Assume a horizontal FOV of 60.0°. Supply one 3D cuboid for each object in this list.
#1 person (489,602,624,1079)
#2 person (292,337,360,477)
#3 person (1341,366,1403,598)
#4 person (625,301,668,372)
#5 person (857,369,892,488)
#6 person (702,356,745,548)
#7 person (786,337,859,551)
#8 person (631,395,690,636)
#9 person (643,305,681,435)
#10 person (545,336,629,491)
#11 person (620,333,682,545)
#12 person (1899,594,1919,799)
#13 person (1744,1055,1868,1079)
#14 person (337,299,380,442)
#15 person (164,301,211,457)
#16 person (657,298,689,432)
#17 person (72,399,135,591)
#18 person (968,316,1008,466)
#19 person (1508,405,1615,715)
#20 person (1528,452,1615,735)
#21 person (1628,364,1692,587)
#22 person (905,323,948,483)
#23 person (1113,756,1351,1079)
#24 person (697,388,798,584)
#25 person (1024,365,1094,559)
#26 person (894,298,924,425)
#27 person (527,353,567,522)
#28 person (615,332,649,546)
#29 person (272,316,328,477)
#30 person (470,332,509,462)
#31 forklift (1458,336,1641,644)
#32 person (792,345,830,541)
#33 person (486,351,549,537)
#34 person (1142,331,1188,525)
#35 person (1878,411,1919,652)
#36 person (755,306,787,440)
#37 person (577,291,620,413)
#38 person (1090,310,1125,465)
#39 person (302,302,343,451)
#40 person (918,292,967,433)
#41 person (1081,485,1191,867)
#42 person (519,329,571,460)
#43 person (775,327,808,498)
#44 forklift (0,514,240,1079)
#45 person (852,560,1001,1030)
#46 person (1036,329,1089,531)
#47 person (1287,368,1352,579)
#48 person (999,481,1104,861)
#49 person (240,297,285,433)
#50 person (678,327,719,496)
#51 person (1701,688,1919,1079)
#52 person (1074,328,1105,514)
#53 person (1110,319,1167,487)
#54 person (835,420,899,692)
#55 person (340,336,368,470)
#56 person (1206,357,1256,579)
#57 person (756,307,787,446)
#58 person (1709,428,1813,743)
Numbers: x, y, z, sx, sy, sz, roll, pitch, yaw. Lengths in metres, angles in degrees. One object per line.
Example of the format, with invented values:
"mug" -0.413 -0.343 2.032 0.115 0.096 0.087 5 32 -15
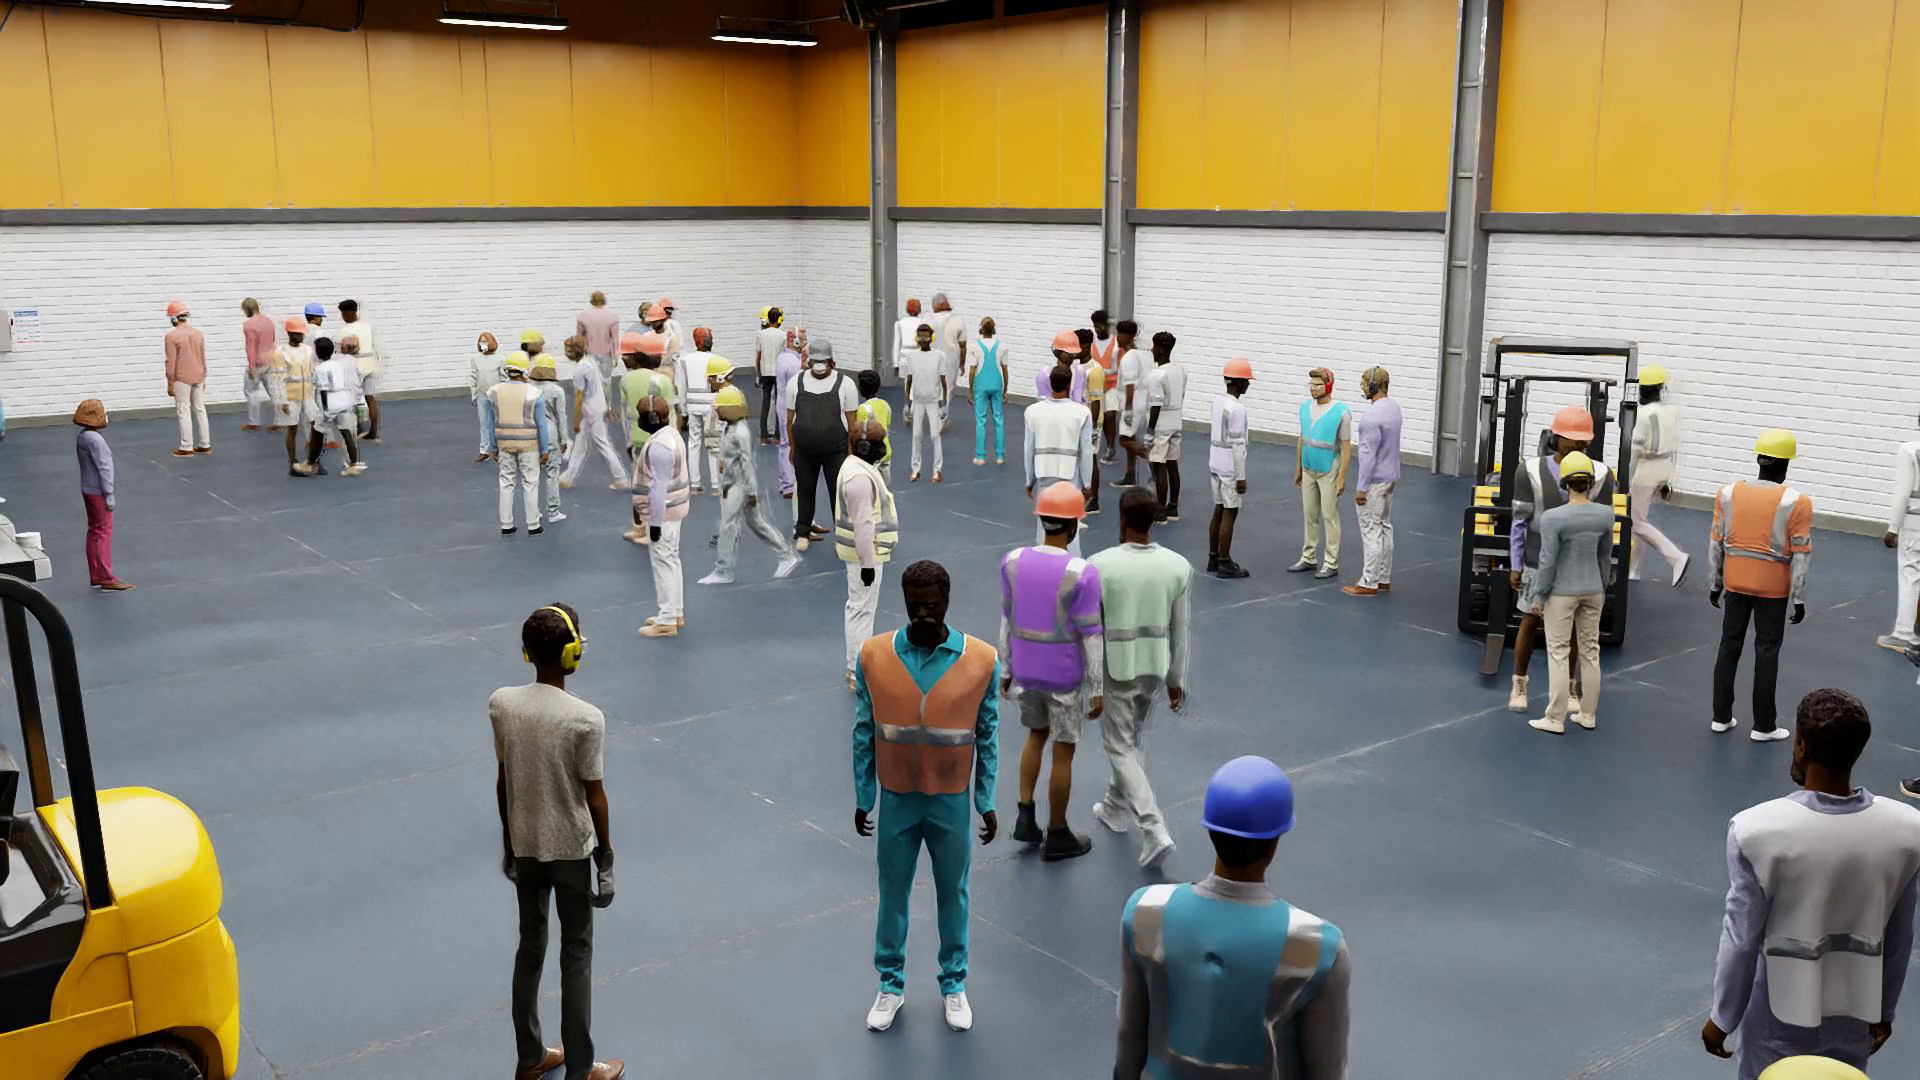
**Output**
"person" -1.491 1.149 6.140 0.501 1.861 0.328 5 13 21
"person" -7.532 -1.565 19.691 0.842 1.660 0.541 3 12 15
"person" 3.458 -0.481 13.846 0.385 1.929 0.635 8 14 32
"person" -4.162 -2.226 22.273 0.635 1.929 0.381 -8 14 -33
"person" -0.834 -0.780 15.856 0.319 1.691 0.536 6 13 28
"person" -2.237 -0.840 15.847 0.403 1.817 0.603 -1 12 -7
"person" -1.302 -0.897 15.566 0.686 2.000 0.535 1 12 6
"person" -2.278 -0.189 12.667 0.429 1.833 0.634 0 12 -2
"person" -3.889 -2.088 21.628 0.558 1.924 0.425 5 13 22
"person" -4.185 -1.410 18.693 0.951 1.772 0.582 0 12 0
"person" -2.924 -0.947 15.814 0.616 2.041 0.387 7 14 32
"person" 5.483 0.485 9.072 0.609 1.964 0.367 0 12 -1
"person" 1.543 1.805 3.191 0.318 1.767 0.523 9 15 37
"person" -8.149 -2.286 22.507 0.582 1.934 0.654 6 13 28
"person" -9.920 -2.057 21.317 0.408 1.982 0.625 4 12 20
"person" -4.055 -2.466 23.523 0.608 1.882 0.577 3 12 14
"person" -7.274 -0.382 14.067 0.285 1.633 0.497 -11 16 -44
"person" 0.343 -1.832 20.576 0.505 1.838 0.347 -2 12 -10
"person" 3.821 0.143 10.601 0.620 2.030 0.453 2 12 11
"person" 3.779 0.331 10.315 0.527 1.763 0.333 -3 12 -16
"person" 5.920 -0.536 14.166 0.610 1.900 0.756 -10 16 -41
"person" -0.395 -1.594 19.384 0.515 1.861 0.321 3 12 15
"person" 0.691 1.496 4.270 0.615 1.940 0.416 5 13 23
"person" -1.826 -0.475 14.353 0.864 1.704 0.494 -3 12 -16
"person" 0.828 -0.510 14.022 0.606 1.917 0.386 4 12 18
"person" -0.696 -2.588 24.179 0.587 1.858 0.761 5 13 22
"person" -4.247 -1.047 17.050 0.489 1.728 0.323 2 12 8
"person" -3.057 -0.958 15.863 0.395 2.038 0.615 -7 13 -29
"person" -7.795 -1.681 19.669 0.597 1.916 0.563 8 14 35
"person" -5.898 -1.791 20.871 0.499 1.634 0.279 2 12 8
"forklift" 4.683 -0.471 13.136 1.214 2.155 2.313 4 12 20
"person" -1.444 -0.949 16.176 0.394 1.900 0.646 1 12 4
"person" -4.302 -0.928 16.256 0.596 1.826 0.403 1 12 6
"person" 2.063 -1.138 16.910 0.367 1.966 0.604 9 15 36
"person" 7.046 -0.109 12.140 0.584 1.882 0.337 -2 12 -9
"person" -2.600 -2.282 22.757 0.403 1.835 0.587 7 14 31
"person" -5.443 -2.800 25.092 0.635 1.901 0.889 -3 12 -12
"person" 1.791 -1.893 20.682 0.618 1.913 0.870 6 13 27
"person" -8.427 -2.133 21.784 0.610 1.936 0.410 3 12 16
"person" -0.255 -2.544 23.520 0.686 2.000 1.016 3 12 14
"person" 0.881 0.675 8.417 0.609 1.865 0.916 -5 13 -24
"person" -5.119 -1.743 20.416 0.713 1.719 0.487 -11 16 -42
"person" -1.822 -1.406 18.391 0.399 1.899 0.636 -4 12 -17
"forklift" -3.687 1.115 5.480 2.313 2.155 1.214 -9 15 -36
"person" -0.135 1.011 6.649 0.588 1.920 0.390 0 12 2
"person" 1.037 -1.065 16.410 0.619 2.029 0.410 -9 15 -38
"person" 3.175 -0.586 14.546 0.377 1.841 0.567 -8 14 -33
"person" 0.468 0.660 8.324 0.594 1.922 0.414 8 14 34
"person" -9.900 -2.452 23.410 0.802 1.899 0.674 3 12 12
"person" -2.851 -1.426 18.510 0.575 1.882 0.359 4 12 18
"person" 2.497 1.372 4.907 0.593 1.920 0.391 -1 12 -6
"person" 1.315 -1.249 17.474 0.382 1.958 0.605 -3 12 -15
"person" 2.030 -1.526 18.827 0.599 1.951 0.611 3 12 16
"person" -0.626 0.104 11.220 0.429 1.841 0.633 -1 12 -6
"person" -7.440 -1.676 20.333 0.318 1.630 0.513 -5 13 -23
"person" 2.380 -0.630 14.558 0.387 1.929 0.547 -2 12 -11
"person" -2.483 -2.182 22.238 0.526 1.856 0.344 4 12 17
"person" 4.894 0.273 10.191 0.385 1.925 0.592 -10 15 -39
